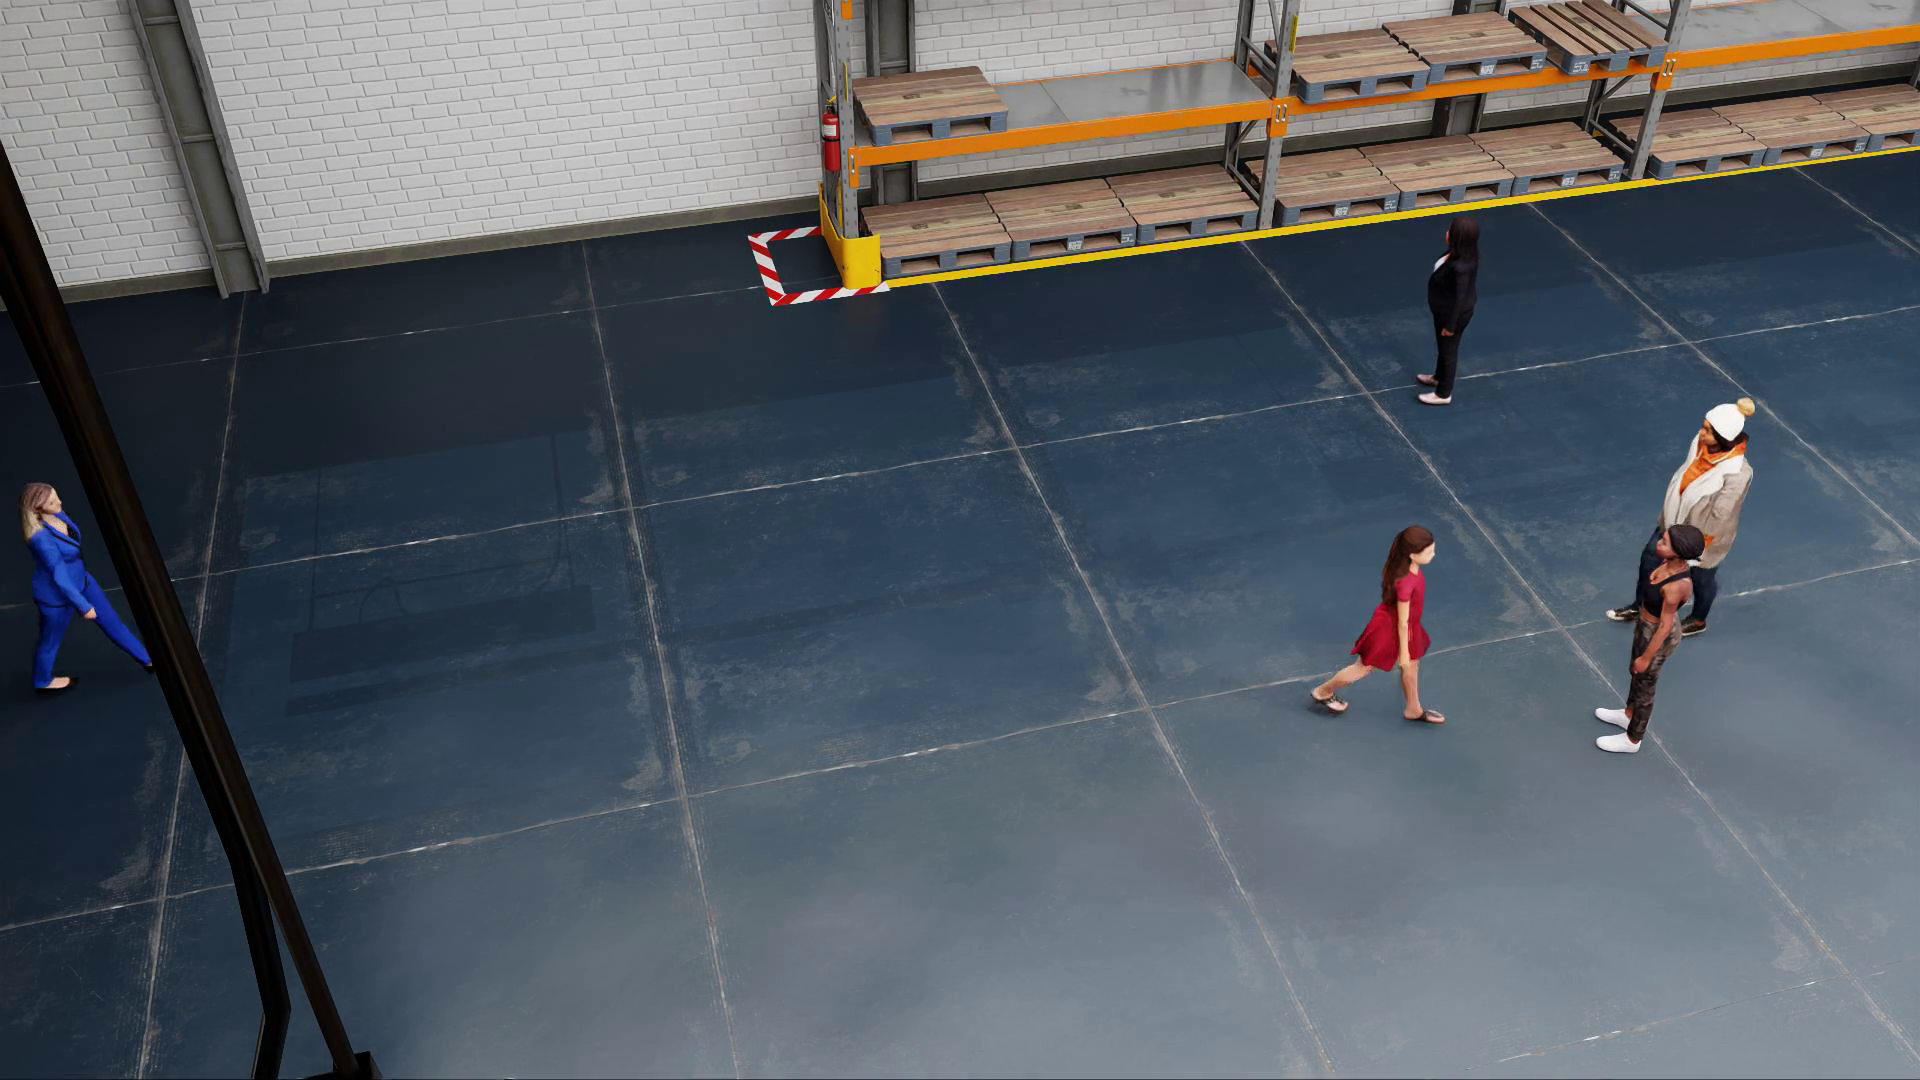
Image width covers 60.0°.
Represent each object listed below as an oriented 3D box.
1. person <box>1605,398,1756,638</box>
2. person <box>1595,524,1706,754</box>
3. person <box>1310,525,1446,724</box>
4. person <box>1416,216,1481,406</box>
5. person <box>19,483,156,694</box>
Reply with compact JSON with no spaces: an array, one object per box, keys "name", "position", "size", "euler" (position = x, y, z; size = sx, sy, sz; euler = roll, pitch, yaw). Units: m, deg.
[{"name":"person","position":[4.897,-0.134,10.784],"size":[0.830,1.869,0.693],"euler":[-10,40,-12]},{"name":"person","position":[4.173,0.589,10.015],"size":[0.677,1.699,0.658],"euler":[11,40,14]},{"name":"person","position":[2.584,0.538,10.225],"size":[1.141,1.516,0.912],"euler":[10,40,12]},{"name":"person","position":[3.876,-1.813,13.090],"size":[0.774,1.615,0.759],"euler":[7,39,9]},{"name":"person","position":[-5.686,0.350,10.365],"size":[1.119,1.635,0.630],"euler":[-13,40,-16]}]
